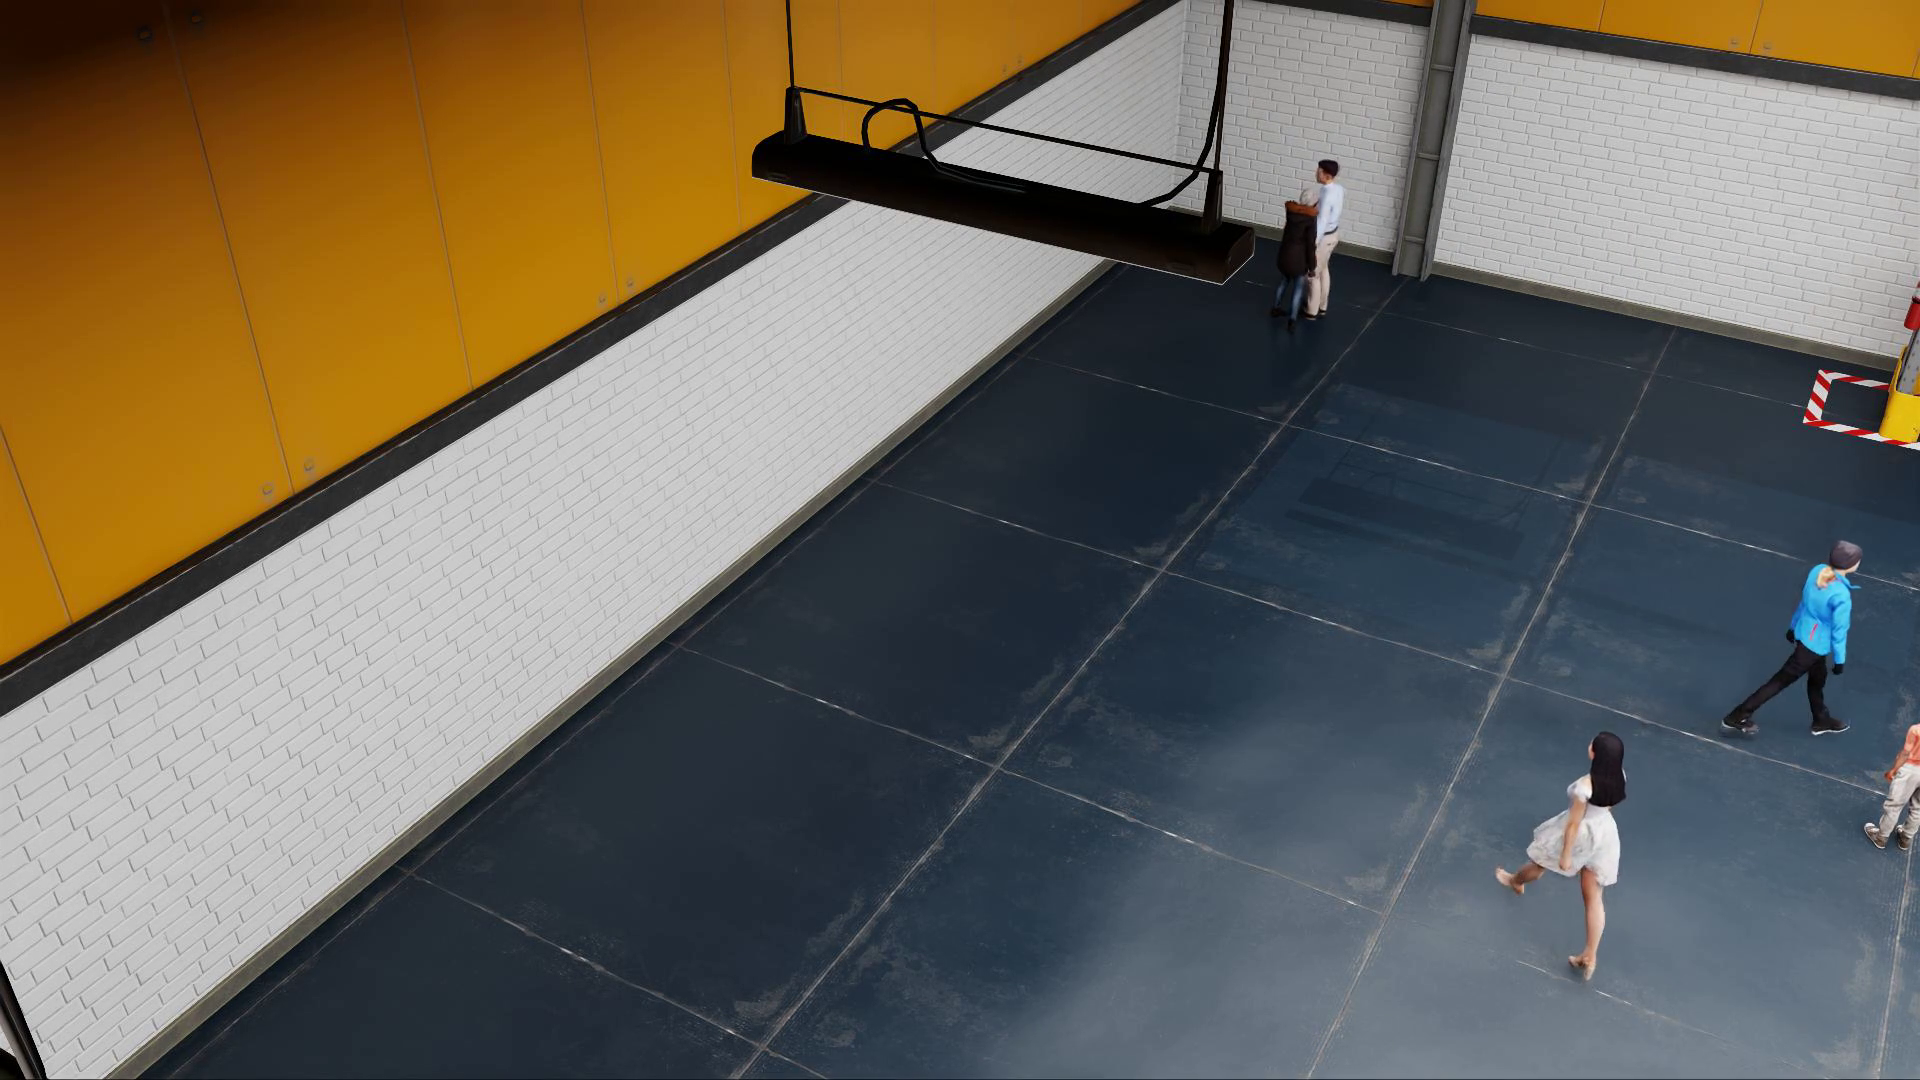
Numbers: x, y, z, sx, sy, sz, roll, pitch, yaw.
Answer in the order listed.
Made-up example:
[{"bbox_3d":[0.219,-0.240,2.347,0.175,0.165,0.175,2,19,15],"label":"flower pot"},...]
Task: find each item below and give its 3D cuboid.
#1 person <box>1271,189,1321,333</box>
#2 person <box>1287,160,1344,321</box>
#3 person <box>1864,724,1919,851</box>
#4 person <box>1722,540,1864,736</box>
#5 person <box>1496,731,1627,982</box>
[{"bbox_3d":[3.669,-3.048,18.152,0.855,1.607,0.708,-25,41,-32],"label":"person"},{"bbox_3d":[3.996,-3.295,18.314,0.645,1.840,0.657,21,39,28],"label":"person"},{"bbox_3d":[6.587,1.595,11.435,0.509,1.310,0.614,5,34,7],"label":"person"},{"bbox_3d":[6.175,0.786,12.254,1.270,1.750,1.010,1,34,2],"label":"person"},{"bbox_3d":[3.975,2.000,10.458,1.088,1.718,1.259,-14,36,-20],"label":"person"}]
